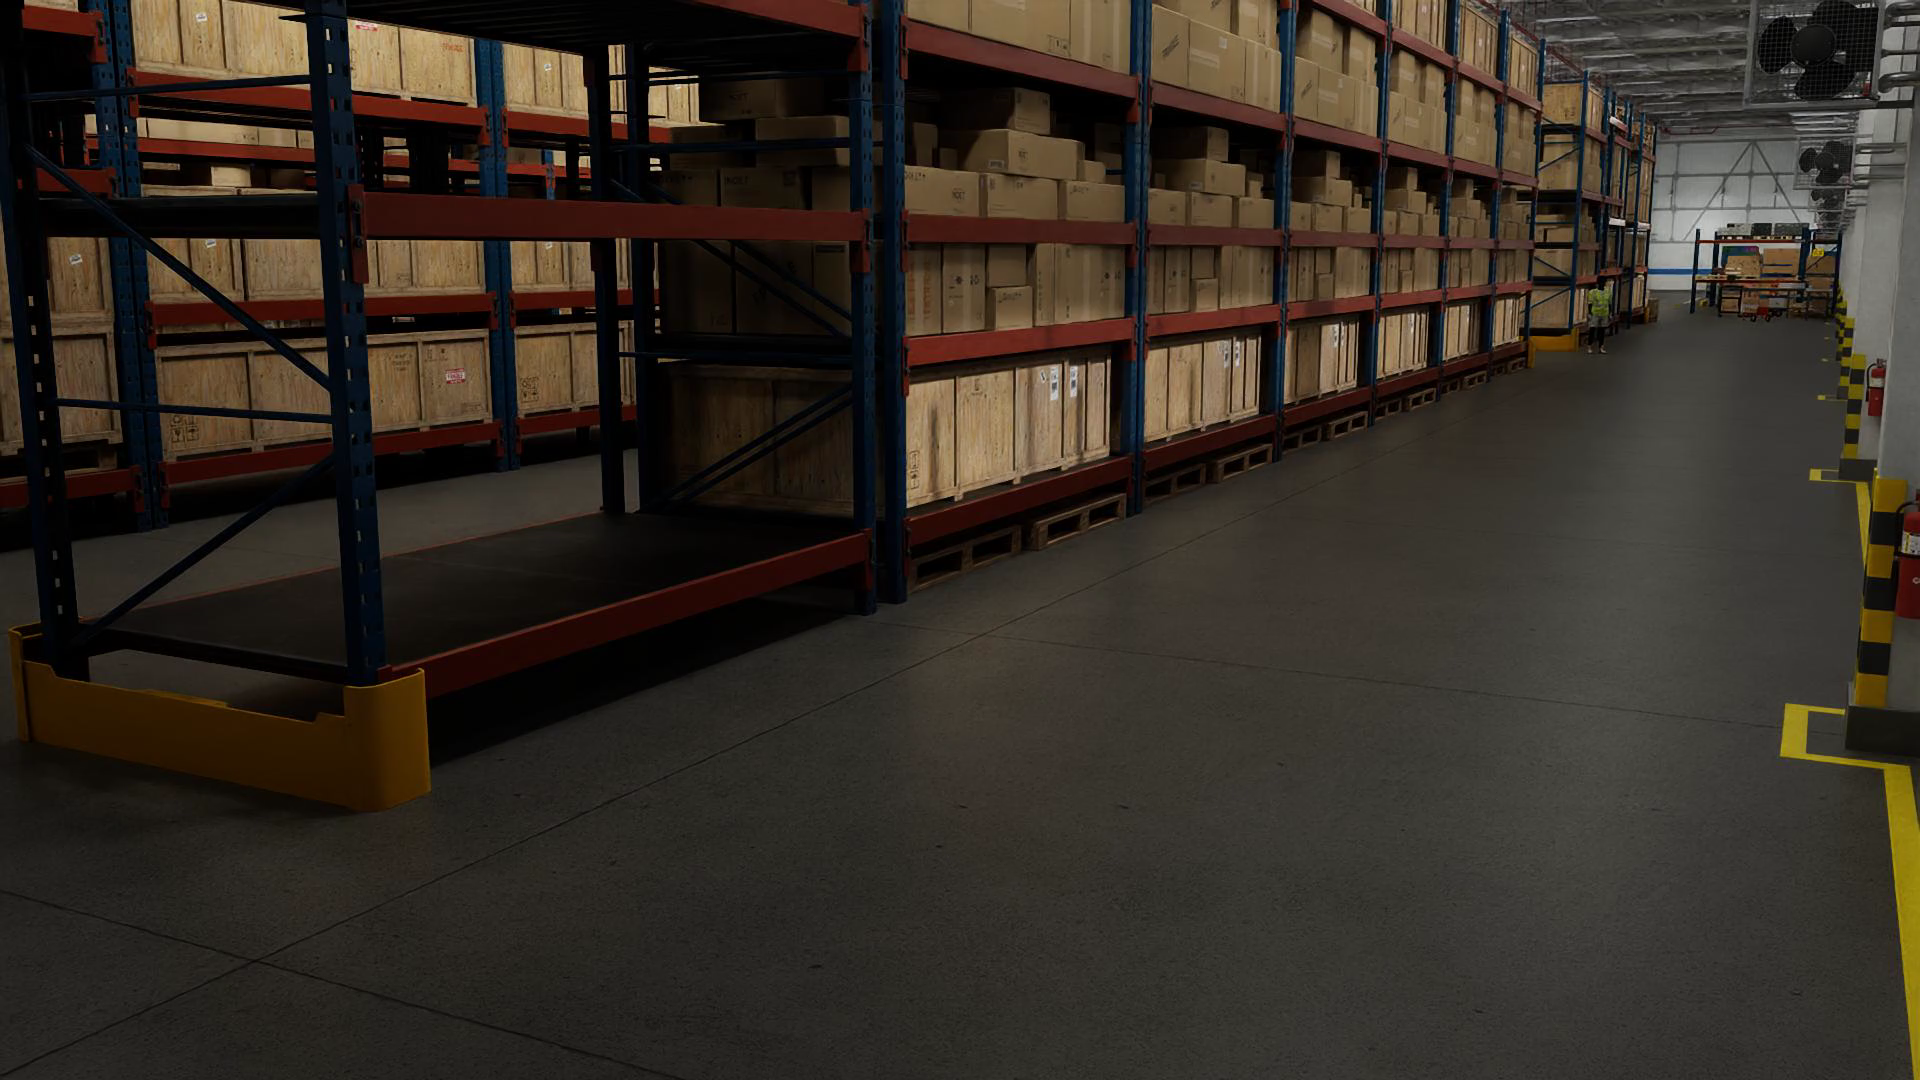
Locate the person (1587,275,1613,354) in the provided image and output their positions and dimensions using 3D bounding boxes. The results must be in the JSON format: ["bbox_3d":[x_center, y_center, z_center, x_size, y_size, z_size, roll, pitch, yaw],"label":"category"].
[{"bbox_3d":[13.791,-4.853,35.860,0.530,1.697,0.322,0,10,-2],"label":"person"}]
